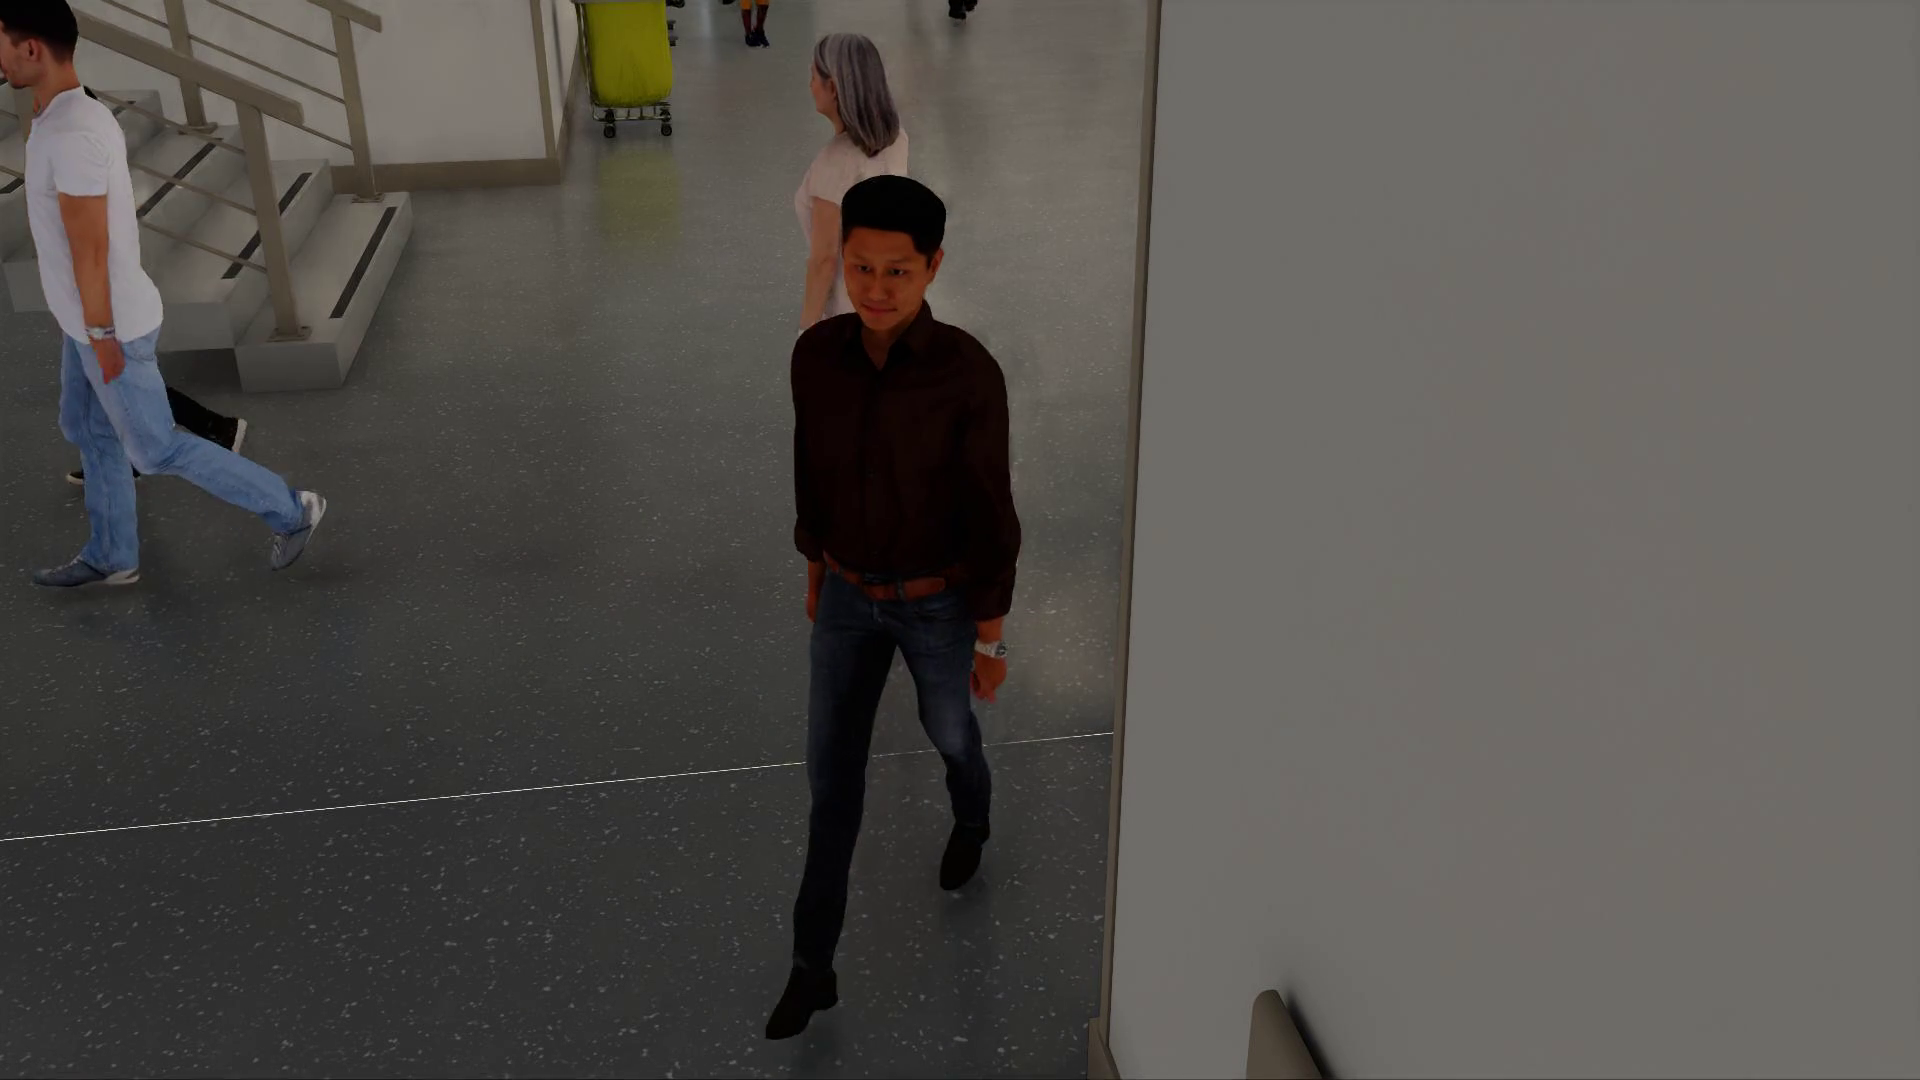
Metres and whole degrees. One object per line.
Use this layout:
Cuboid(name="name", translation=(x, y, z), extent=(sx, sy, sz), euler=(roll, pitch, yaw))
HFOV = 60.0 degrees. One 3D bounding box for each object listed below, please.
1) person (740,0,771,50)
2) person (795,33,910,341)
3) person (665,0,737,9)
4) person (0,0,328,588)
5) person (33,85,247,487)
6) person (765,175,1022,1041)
Cuboid(name="person", translation=(-1.857, -4.944, 14.494), extent=(0.569, 1.259, 0.668), euler=(-17, 31, -31))
Cuboid(name="person", translation=(-0.217, -0.622, 4.995), extent=(0.791, 1.725, 0.741), euler=(9, 27, 18))
Cuboid(name="person", translation=(-2.575, -6.198, 16.409), extent=(1.248, 1.854, 0.853), euler=(1, 26, 3))
Cuboid(name="person", translation=(-2.441, -0.672, 4.983), extent=(1.184, 1.826, 0.801), euler=(-9, 27, -18))
Cuboid(name="person", translation=(-2.884, -0.826, 5.745), extent=(0.879, 1.441, 0.536), euler=(-4, 26, -8))
Cuboid(name="person", translation=(-0.077, 0.109, 3.480), extent=(1.193, 1.724, 1.115), euler=(10, 27, 19))
